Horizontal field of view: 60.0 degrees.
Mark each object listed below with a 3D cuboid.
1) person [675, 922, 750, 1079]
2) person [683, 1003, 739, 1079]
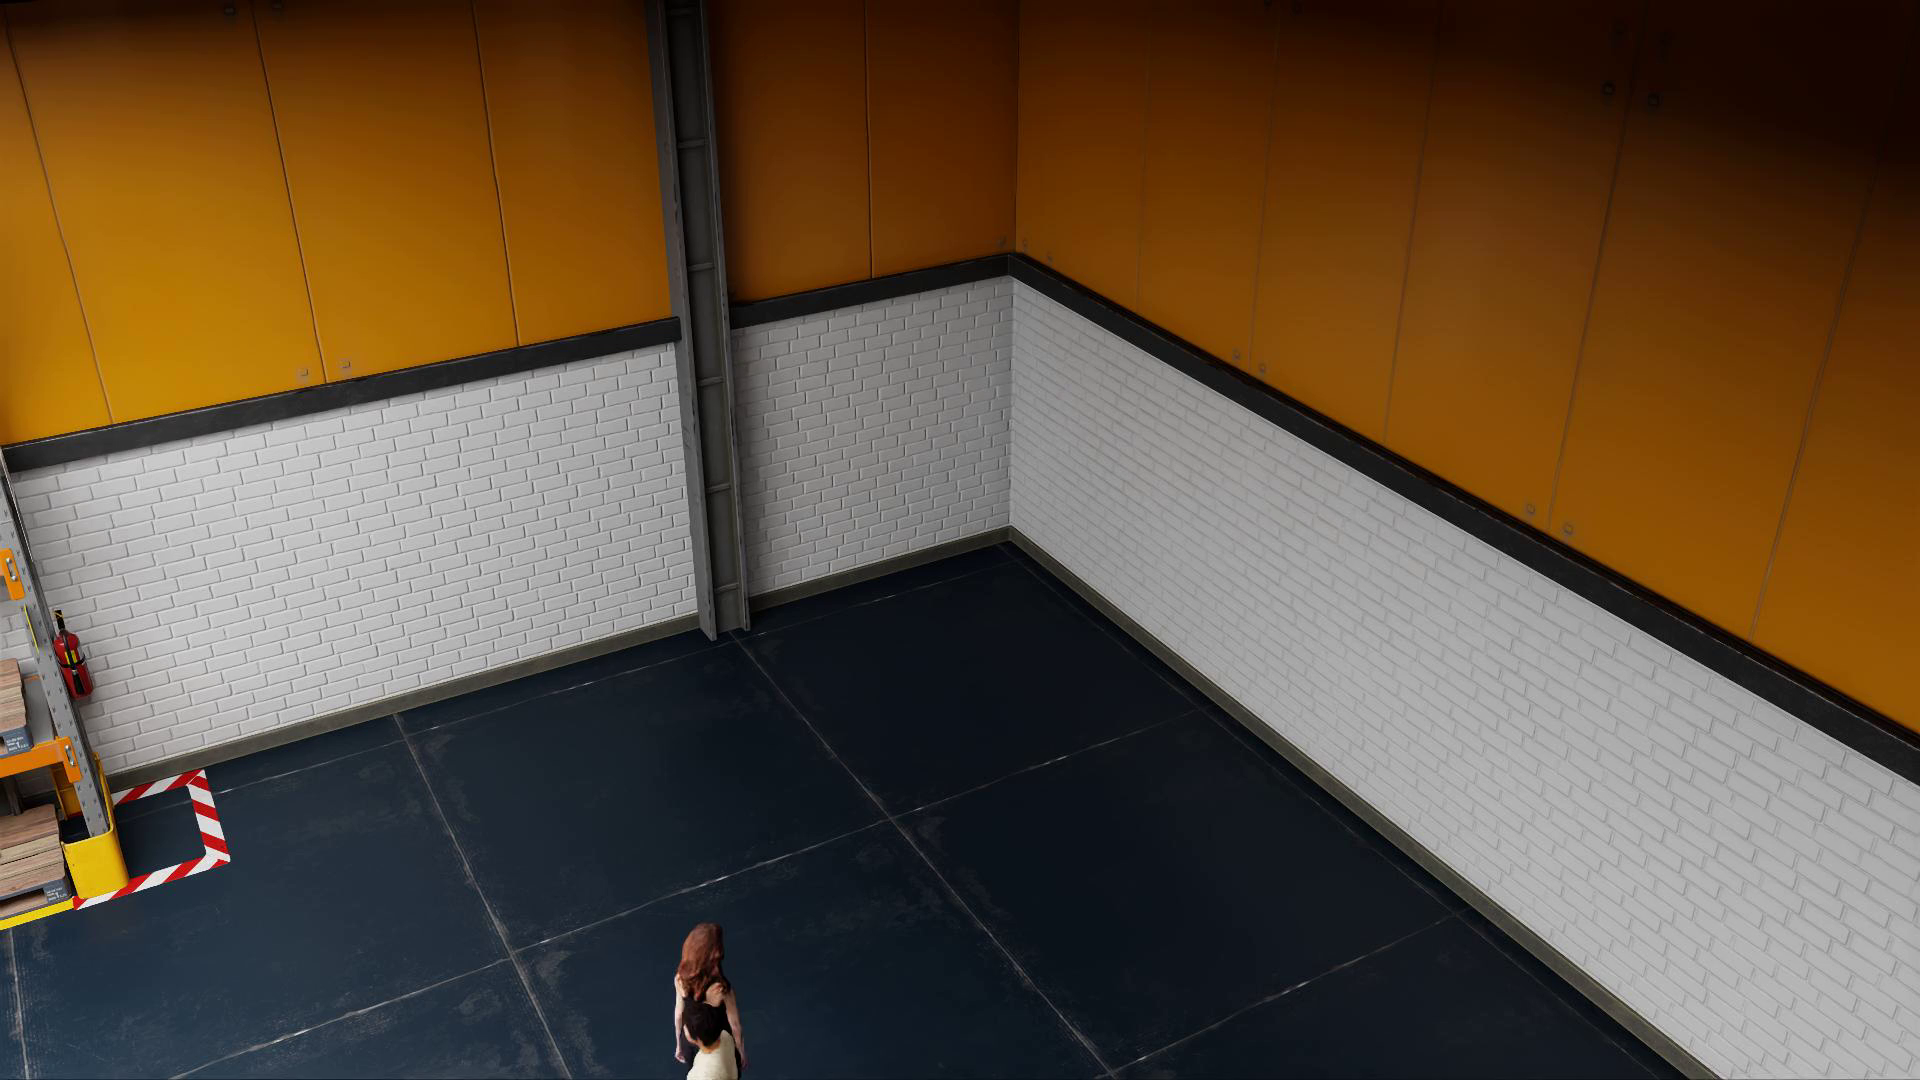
[{"bbox_3d":[-1.476,3.000,9.575,0.876,1.722,0.976,9,30,16],"label":"person"},{"bbox_3d":[-1.287,3.239,9.307,1.073,1.561,0.941,3,29,5],"label":"person"}]
